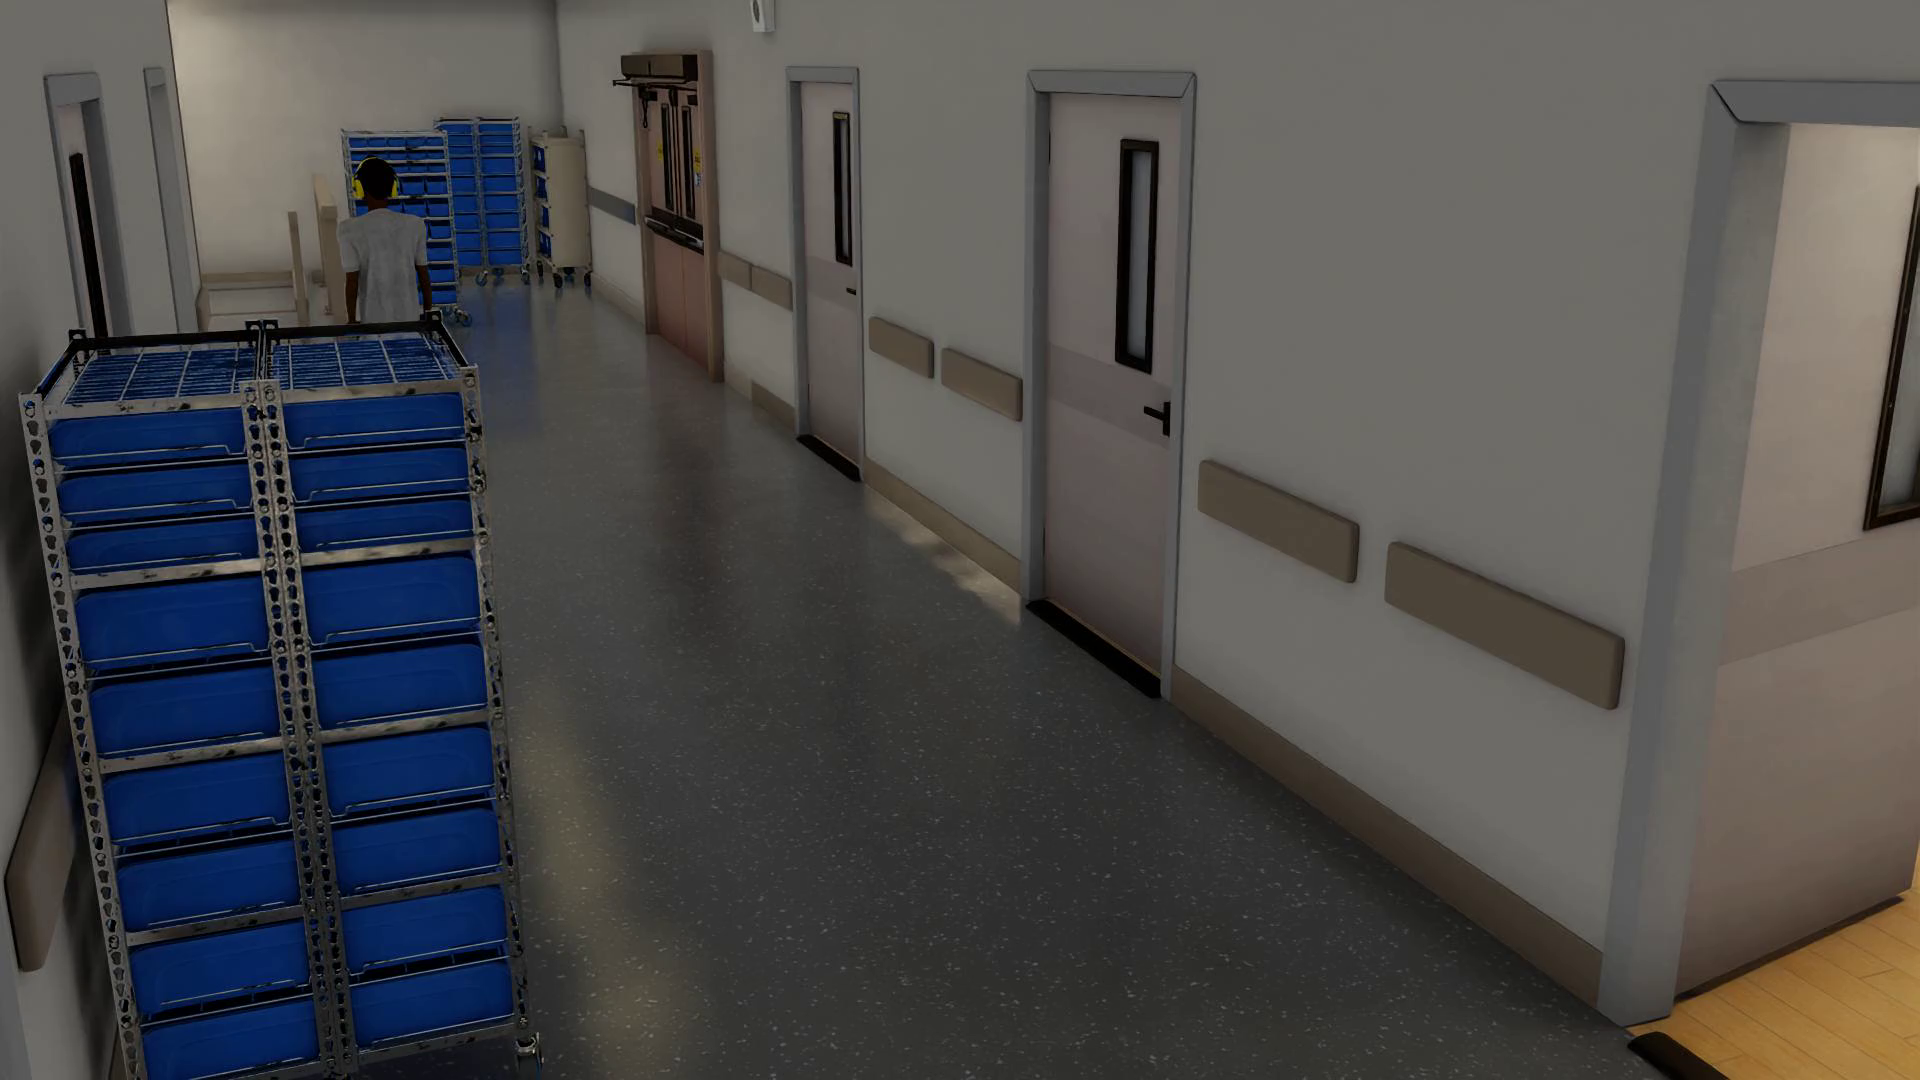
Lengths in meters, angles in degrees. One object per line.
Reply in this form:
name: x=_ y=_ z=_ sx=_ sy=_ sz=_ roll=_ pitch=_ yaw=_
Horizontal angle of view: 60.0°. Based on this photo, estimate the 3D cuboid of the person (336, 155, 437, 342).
person: x=-3.169 y=-1.181 z=9.247 sx=0.510 sy=1.872 sz=0.328 roll=-13 pitch=20 yaw=-38
